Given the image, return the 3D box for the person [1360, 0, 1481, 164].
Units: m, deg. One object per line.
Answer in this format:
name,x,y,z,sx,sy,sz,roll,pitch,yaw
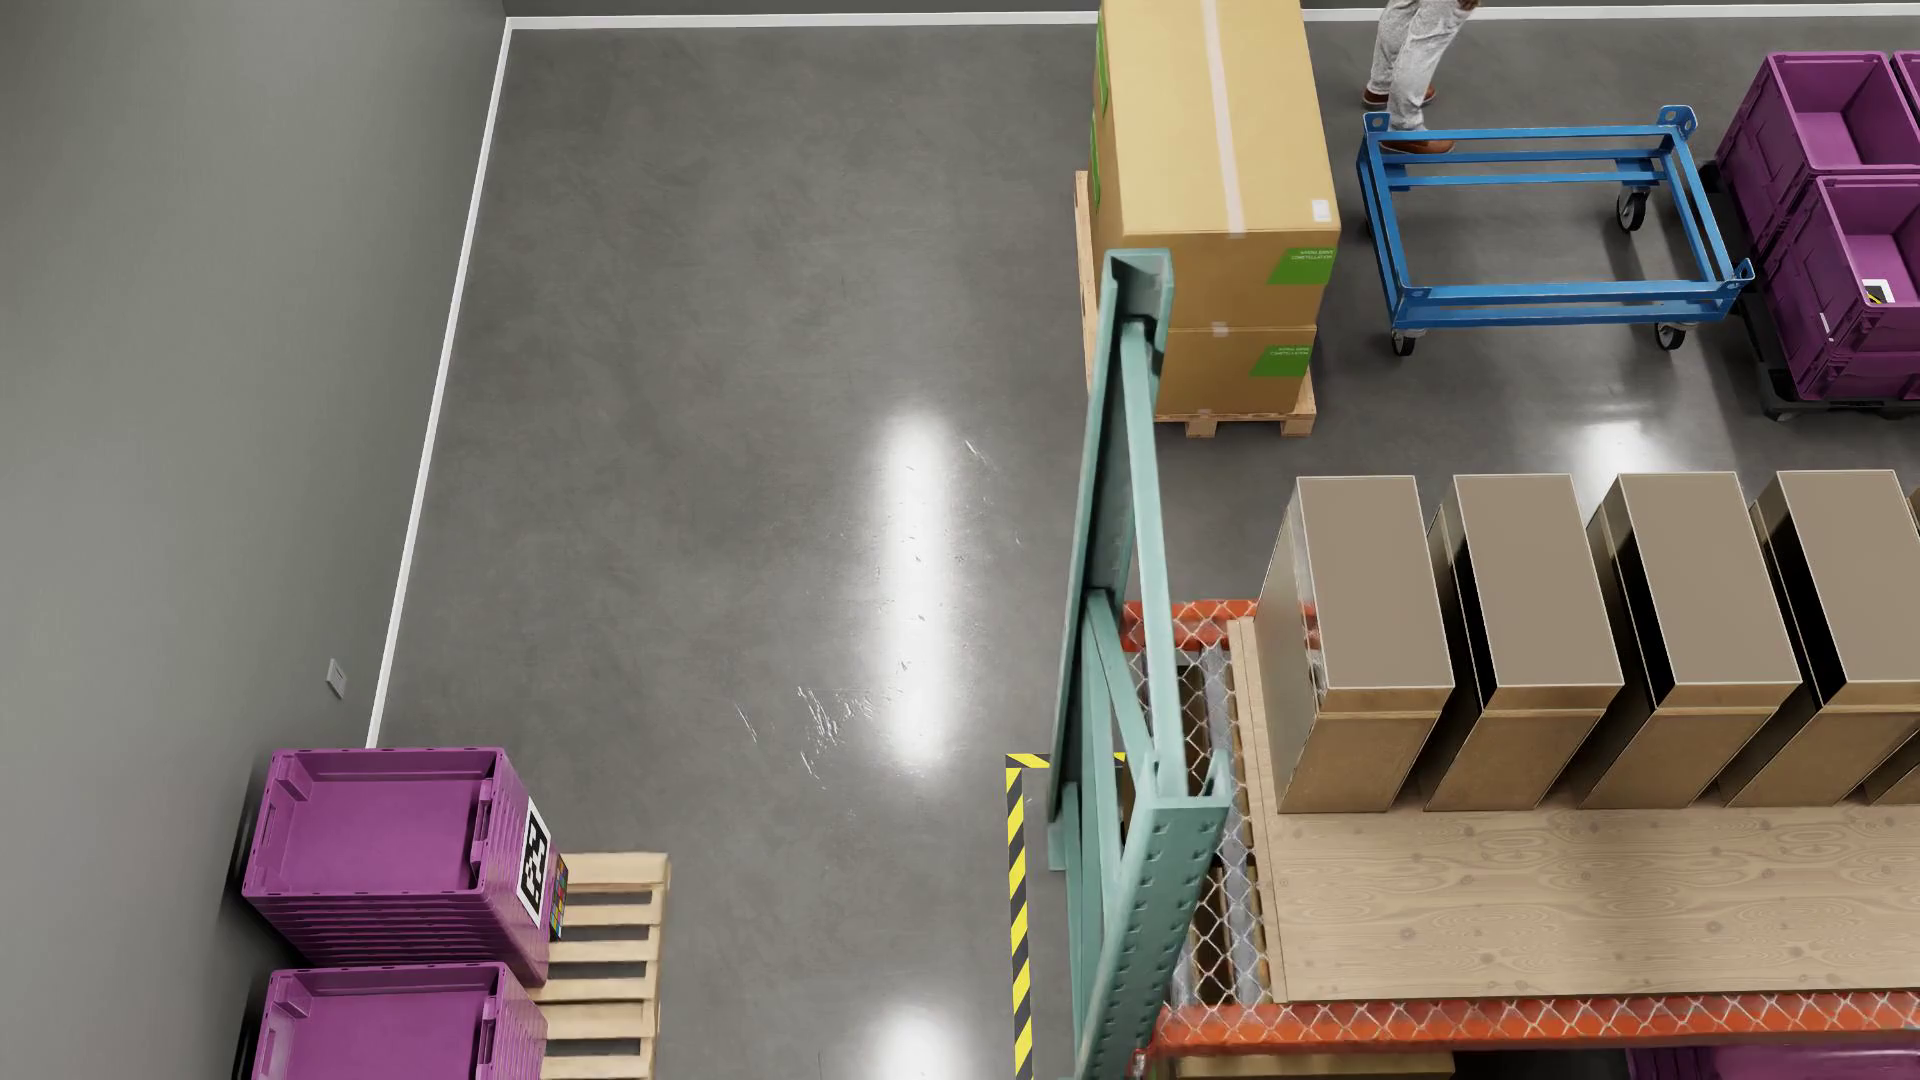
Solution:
person,1.830,-2.246,6.080,0.366,1.938,0.630,-1,58,-1
